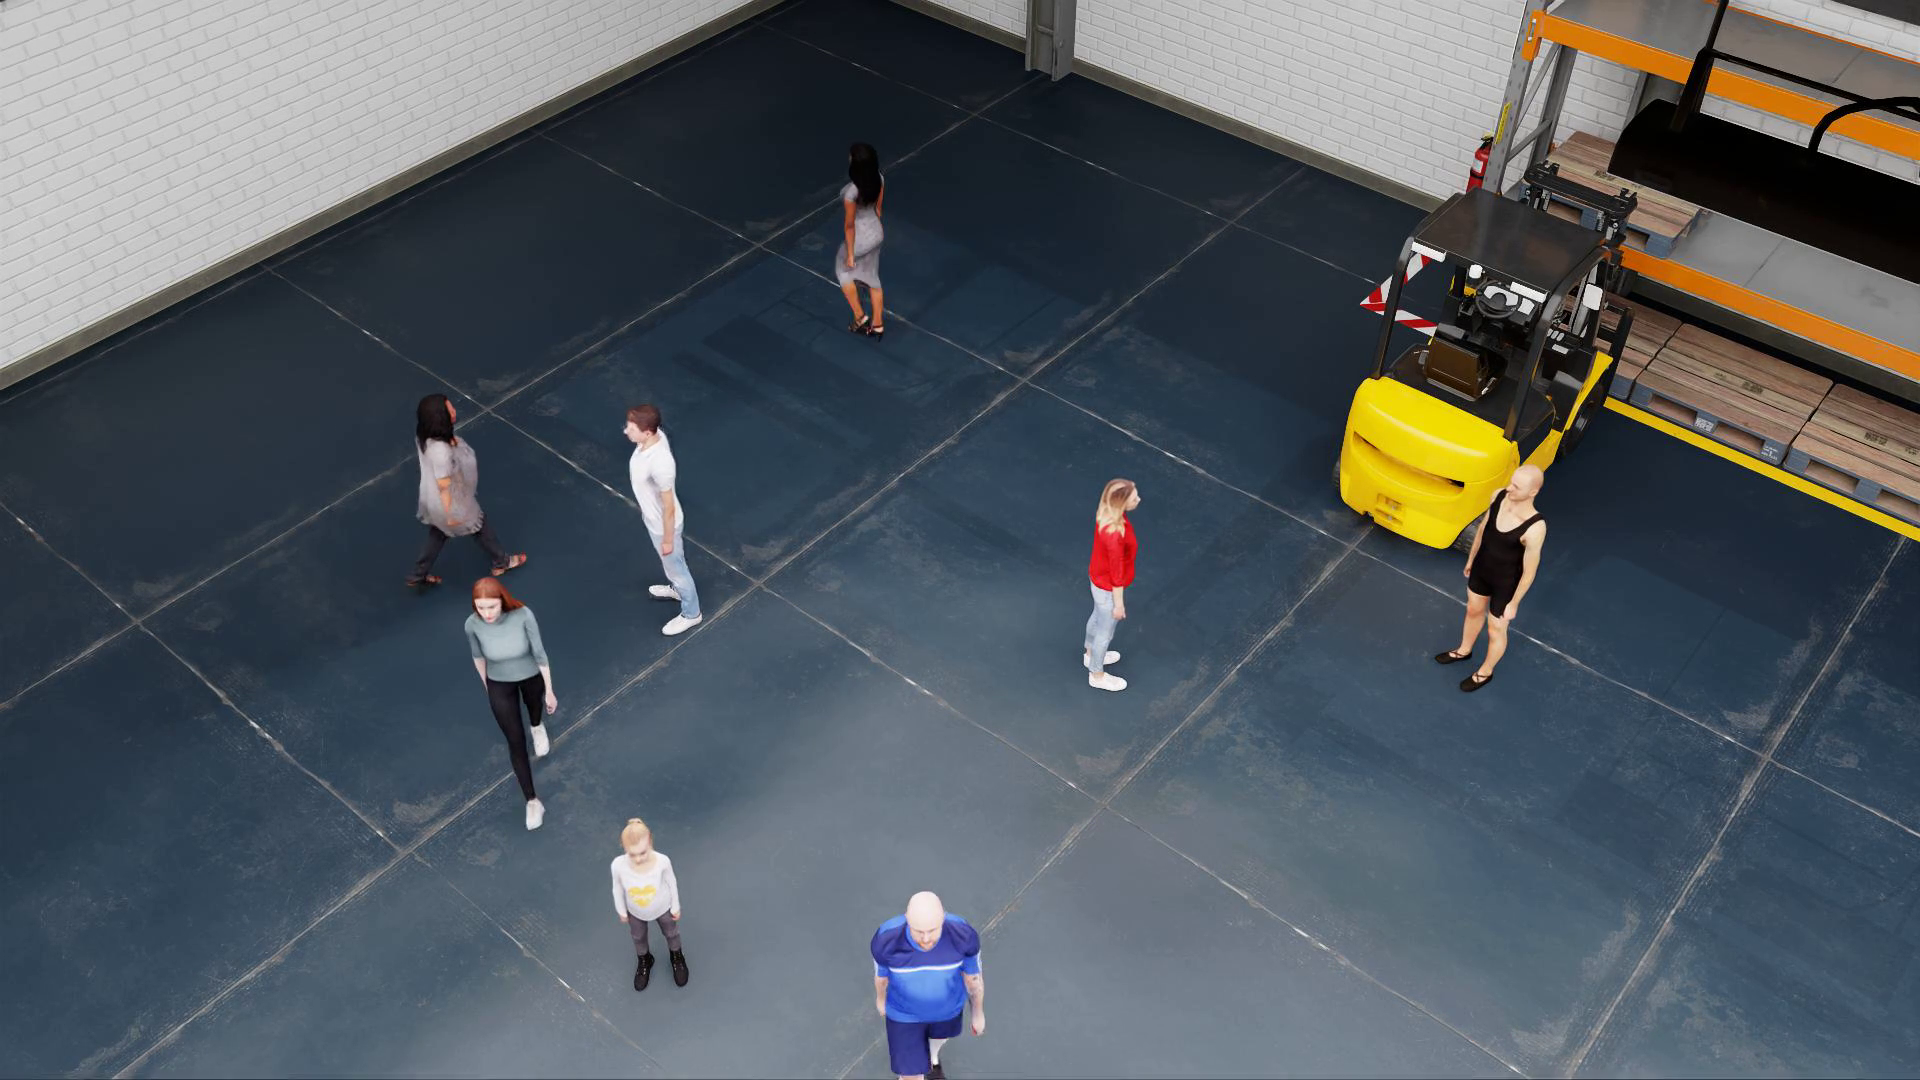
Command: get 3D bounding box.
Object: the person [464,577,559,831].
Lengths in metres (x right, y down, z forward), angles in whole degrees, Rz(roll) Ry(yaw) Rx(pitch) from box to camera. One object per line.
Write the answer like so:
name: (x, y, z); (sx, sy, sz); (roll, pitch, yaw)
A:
person: (-2.627, 0.799, 9.915); (1.005, 1.689, 1.189); (-11, 45, -11)

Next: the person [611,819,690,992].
person: (-1.681, 1.962, 8.993); (0.585, 1.277, 0.643); (-4, 44, -4)

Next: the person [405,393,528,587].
person: (-3.498, -0.264, 11.114); (0.855, 1.575, 1.047); (-27, 50, -25)

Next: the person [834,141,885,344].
person: (-0.694, -2.287, 13.097); (0.625, 1.768, 0.621); (33, 53, 30)

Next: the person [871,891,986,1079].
person: (-0.175, 2.234, 8.315); (0.973, 1.820, 1.048); (-8, 44, -8)

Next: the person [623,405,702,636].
person: (-1.932, -0.164, 10.807); (0.827, 1.853, 0.677); (-11, 45, -11)

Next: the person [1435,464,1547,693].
person: (3.381, 0.229, 10.422); (0.772, 1.815, 0.626); (-16, 46, -16)

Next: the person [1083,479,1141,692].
person: (0.937, 0.264, 10.466); (0.732, 1.704, 0.671); (-4, 44, -4)
